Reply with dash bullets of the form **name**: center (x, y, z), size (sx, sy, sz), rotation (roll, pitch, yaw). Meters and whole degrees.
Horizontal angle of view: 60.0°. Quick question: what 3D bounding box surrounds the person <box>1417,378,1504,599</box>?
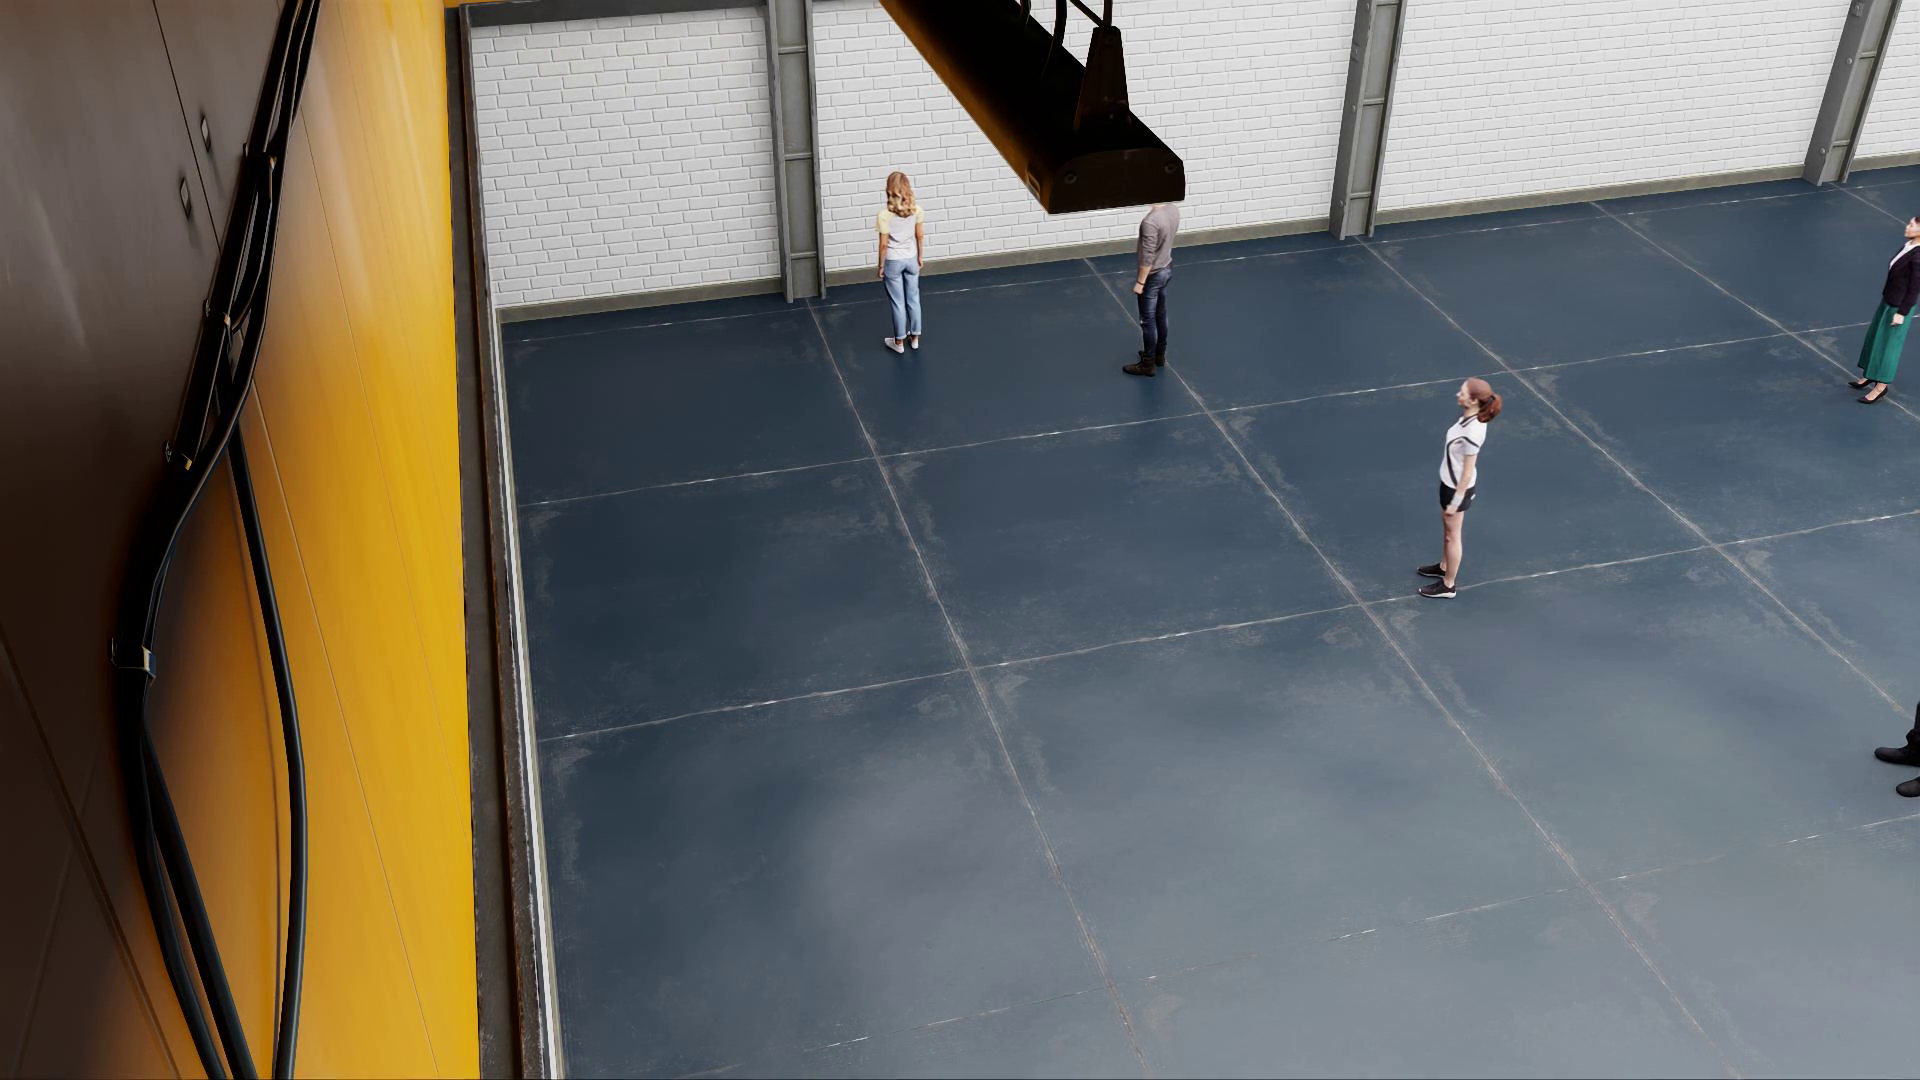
- **person**: center (3.592, -0.385, 11.994), size (0.690, 1.752, 0.661), rotation (7, 34, 10)

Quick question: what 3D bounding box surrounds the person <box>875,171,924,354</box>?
- **person**: center (-0.547, -2.547, 15.275), size (0.562, 1.722, 0.739), rotation (-17, 37, -24)

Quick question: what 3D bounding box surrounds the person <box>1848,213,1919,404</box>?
- **person**: center (8.145, -2.022, 14.470), size (0.687, 1.739, 0.704), rotation (7, 34, 10)

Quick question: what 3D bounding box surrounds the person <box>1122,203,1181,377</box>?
- **person**: center (1.745, -2.382, 14.862), size (0.825, 1.904, 0.760), rotation (19, 38, 26)
